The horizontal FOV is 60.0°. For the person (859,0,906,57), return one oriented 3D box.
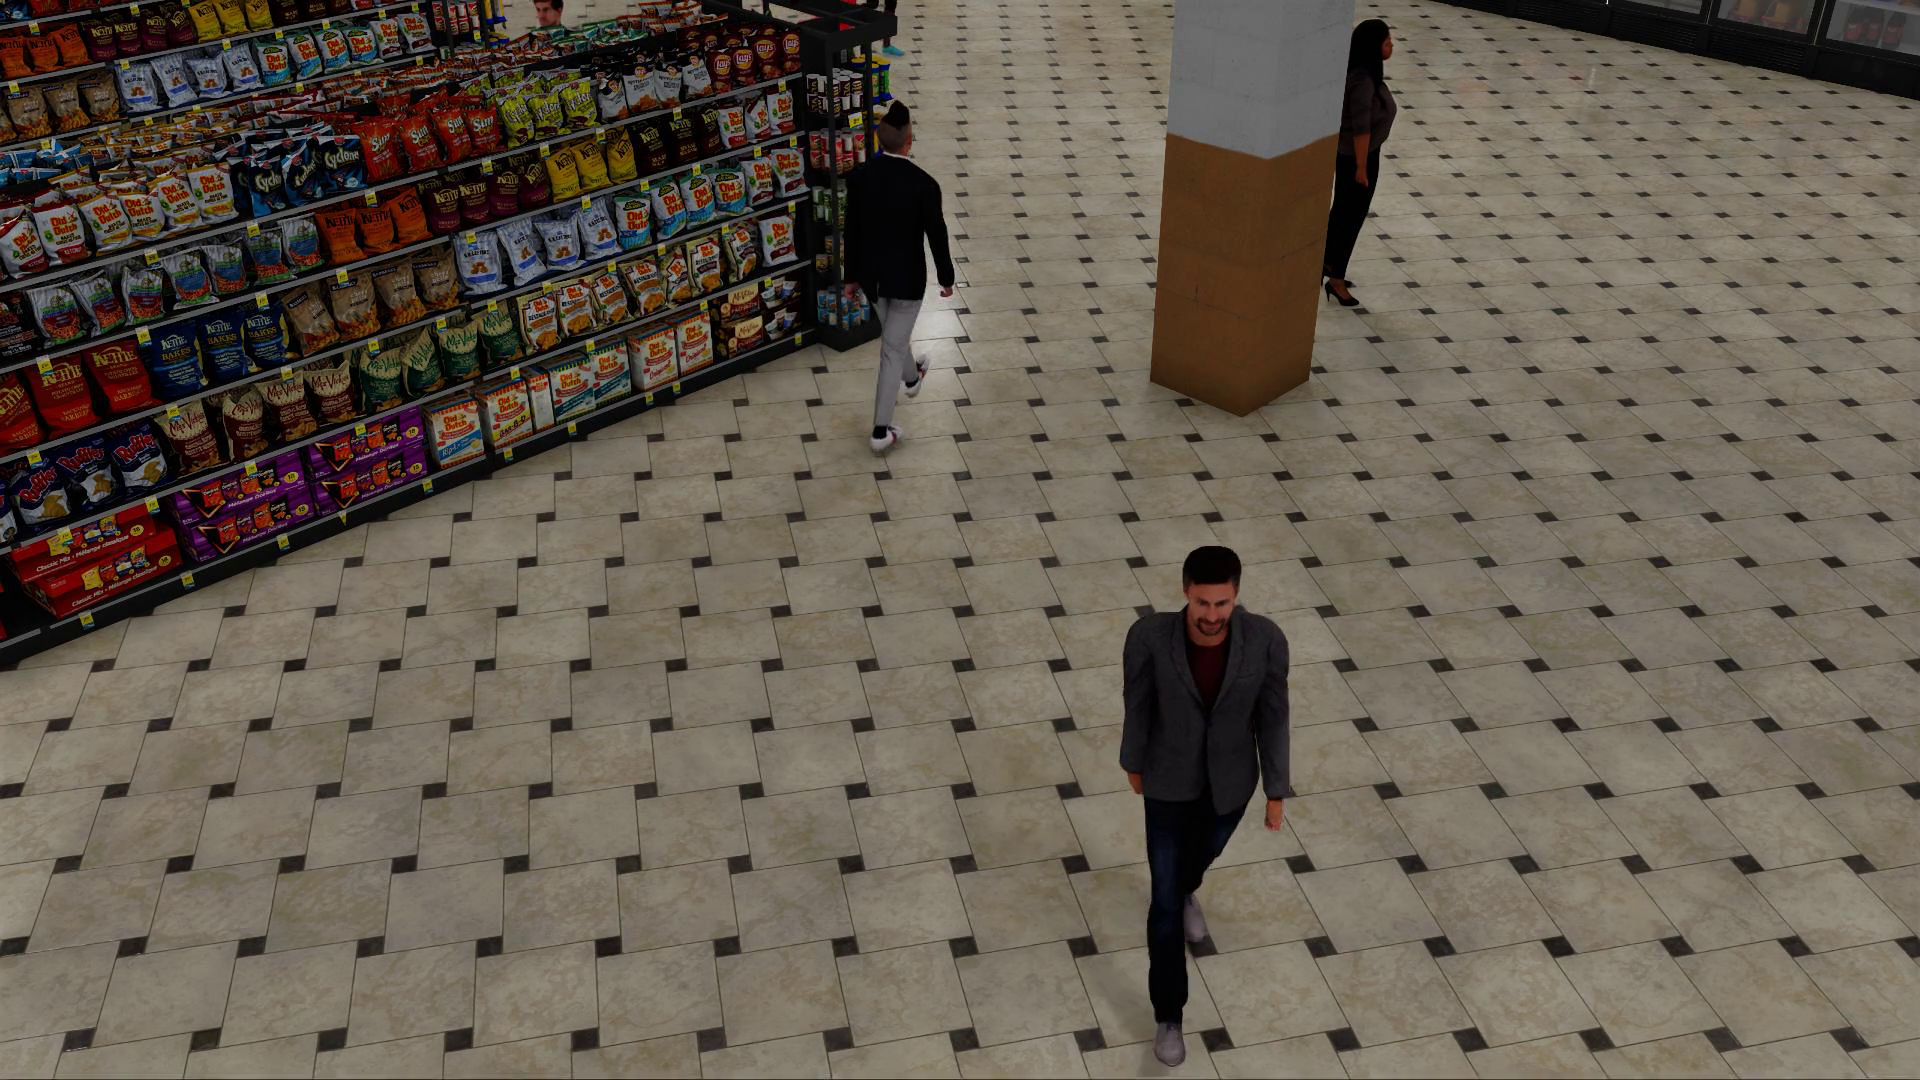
[{"bbox_3d":[-0.805,-5.448,15.768,0.706,1.698,0.862,25,40,34],"label":"person"}]

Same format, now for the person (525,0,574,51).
[{"bbox_3d":[-2.737,-2.884,11.515,0.793,1.838,0.820,3,32,5],"label":"person"}]

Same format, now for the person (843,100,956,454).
[{"bbox_3d":[-0.403,-1.386,9.050,1.014,1.900,1.290,13,34,20],"label":"person"}]

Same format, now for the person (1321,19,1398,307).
[{"bbox_3d":[2.558,-2.453,10.820,0.809,1.842,0.738,2,32,3],"label":"person"}]

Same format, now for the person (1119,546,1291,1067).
[{"bbox_3d":[0.808,0.771,5.659,1.211,1.821,1.258,-1,32,-1],"label":"person"}]
